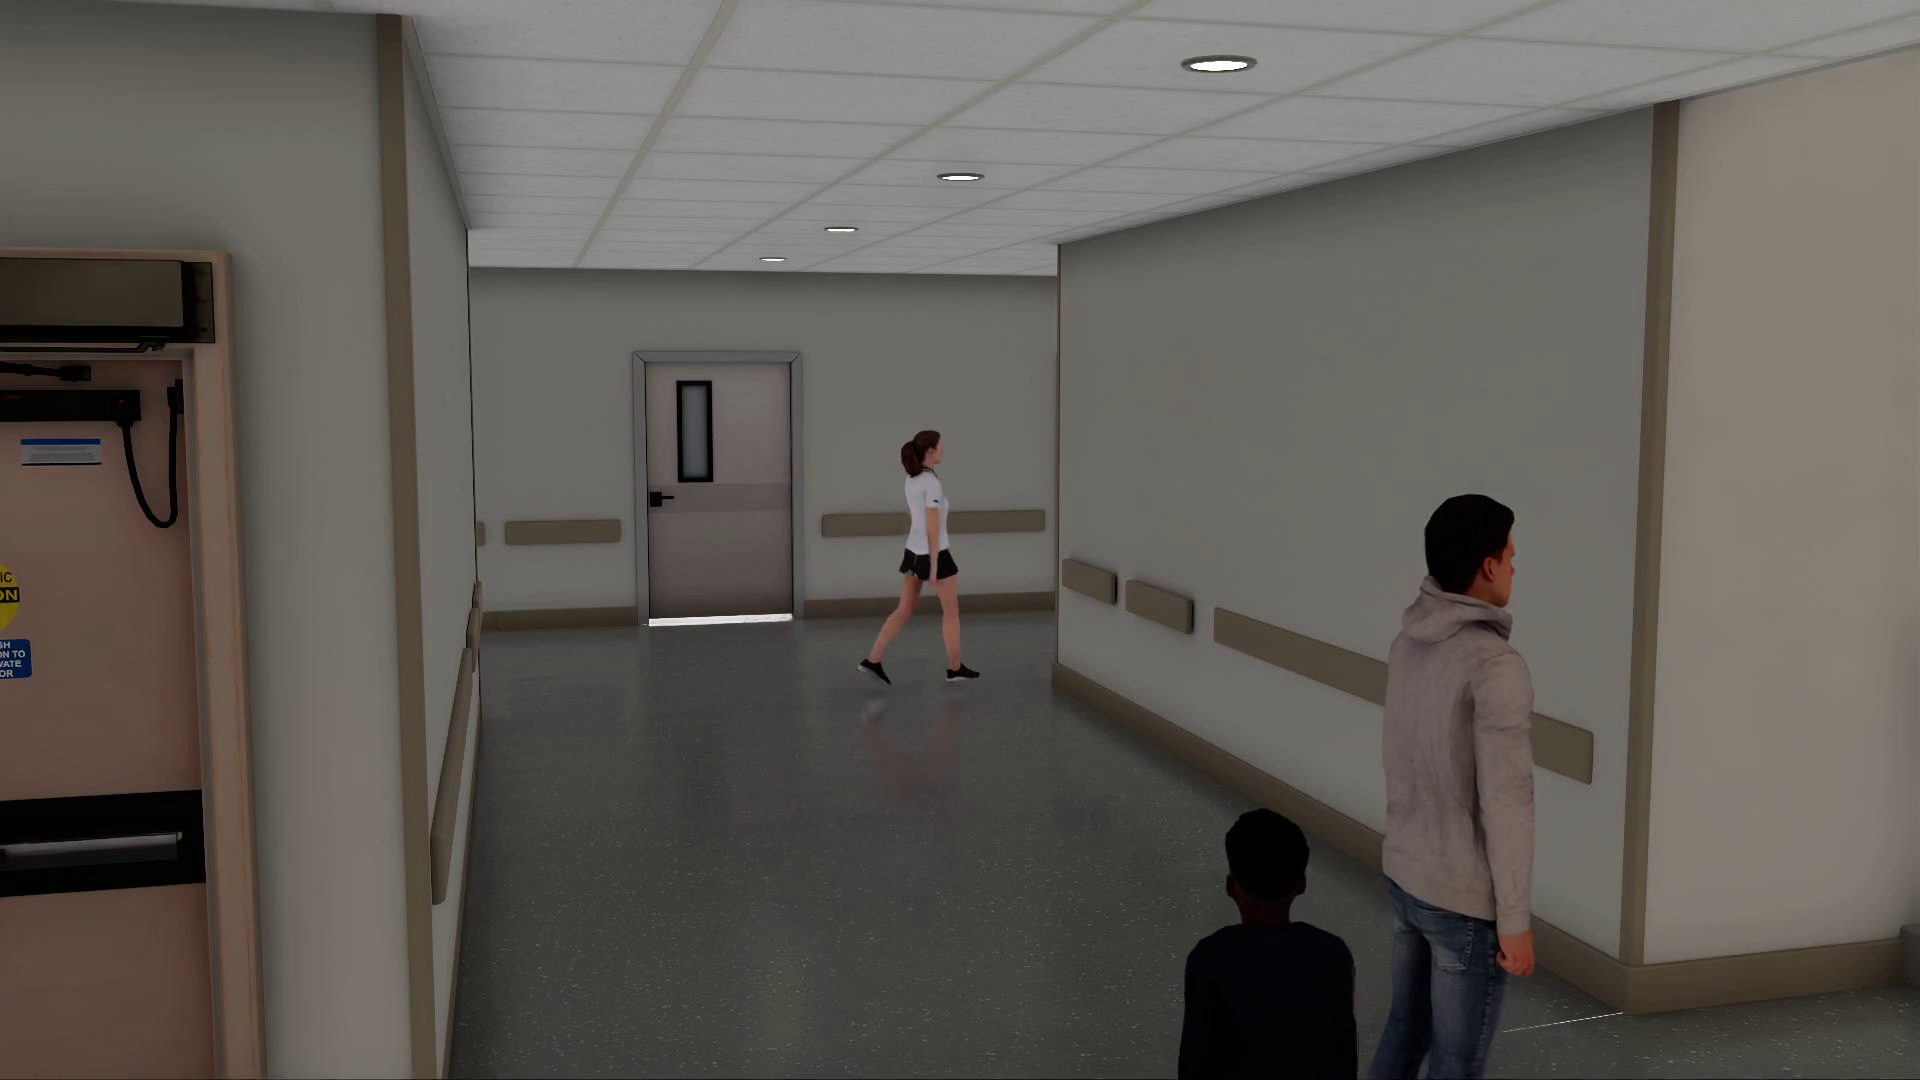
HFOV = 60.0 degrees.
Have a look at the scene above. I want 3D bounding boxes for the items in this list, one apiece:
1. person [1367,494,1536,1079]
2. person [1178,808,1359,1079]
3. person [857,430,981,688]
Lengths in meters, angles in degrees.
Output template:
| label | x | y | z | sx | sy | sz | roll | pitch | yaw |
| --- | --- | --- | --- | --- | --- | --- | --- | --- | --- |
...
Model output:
| label | x | y | z | sx | sy | sz | roll | pitch | yaw |
| --- | --- | --- | --- | --- | --- | --- | --- | --- | --- |
| person | 1.144 | 0.813 | 3.941 | 0.557 | 1.849 | 0.658 | -1 | 6 | -13 |
| person | 0.632 | 1.172 | 3.288 | 0.644 | 1.266 | 0.650 | 0 | 6 | -5 |
| person | -0.309 | 0.158 | 11.117 | 1.189 | 1.716 | 0.857 | -4 | 7 | -37 |
